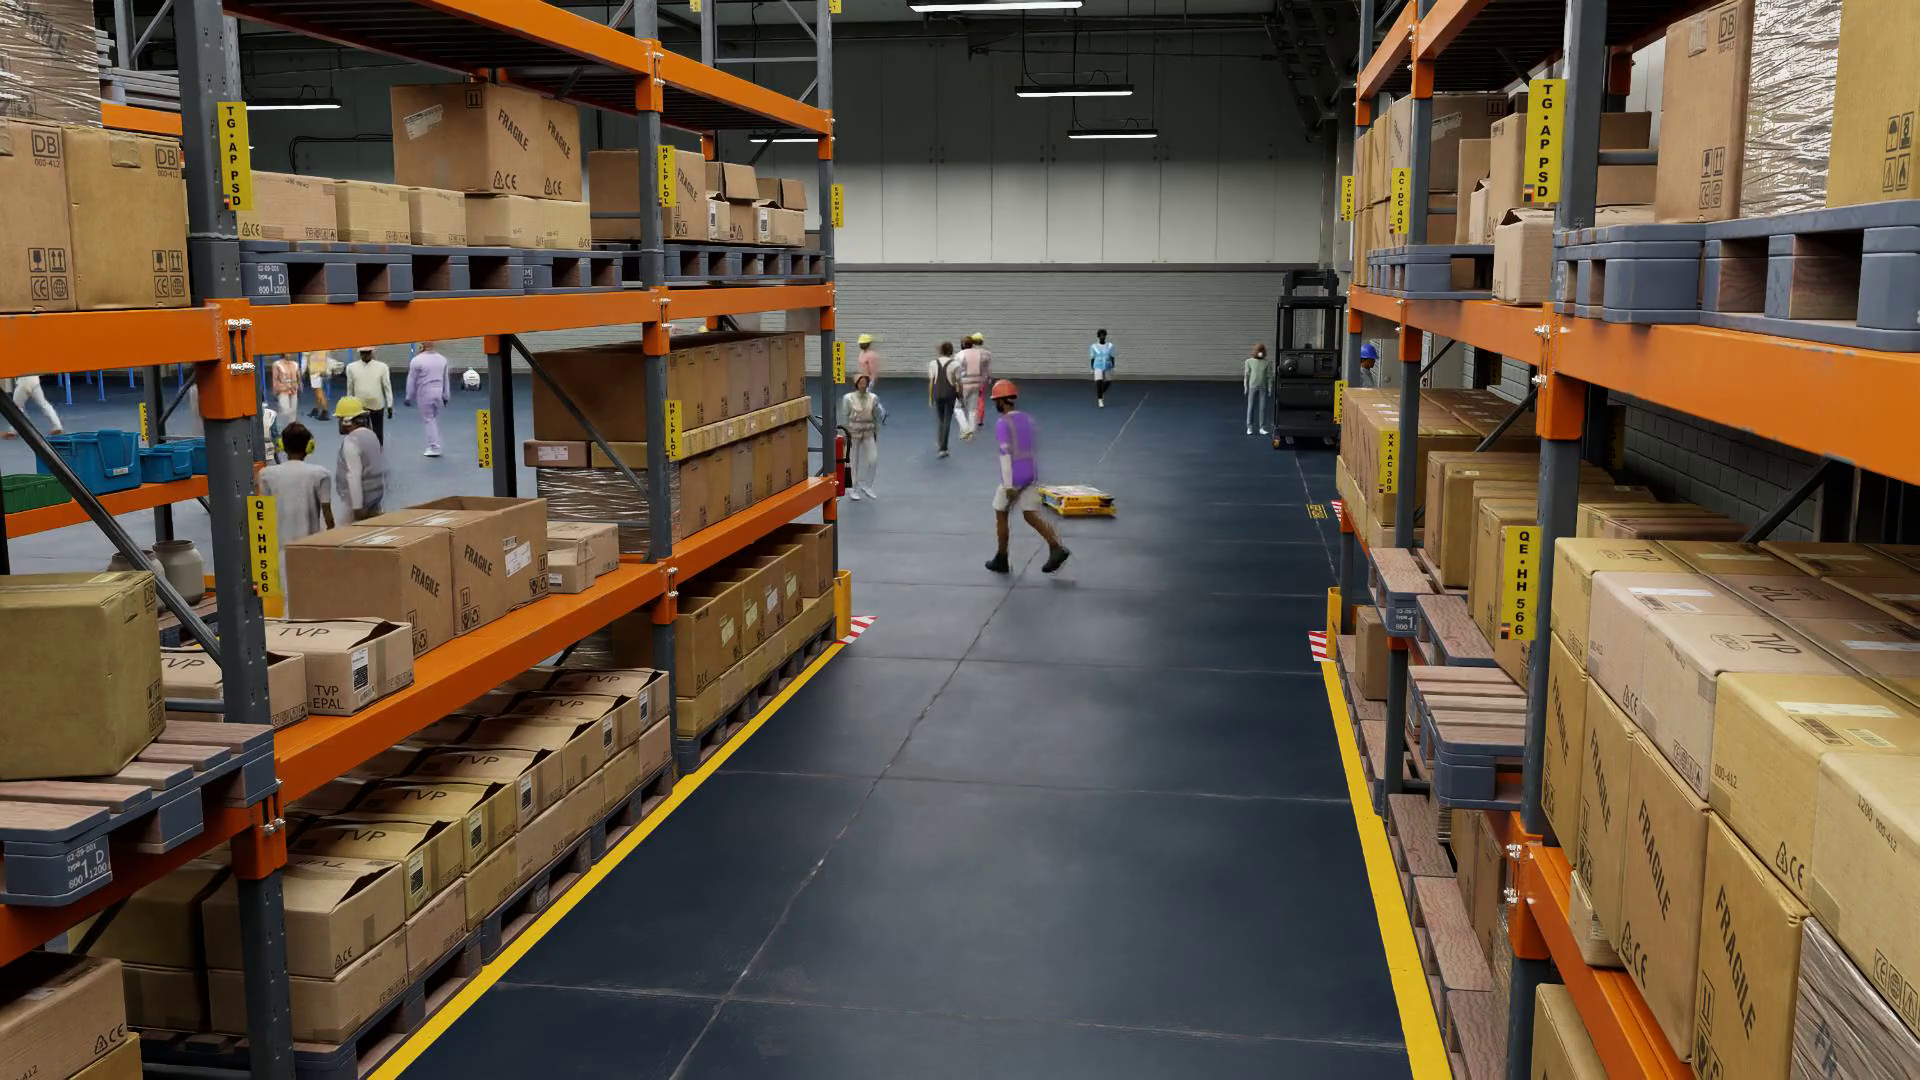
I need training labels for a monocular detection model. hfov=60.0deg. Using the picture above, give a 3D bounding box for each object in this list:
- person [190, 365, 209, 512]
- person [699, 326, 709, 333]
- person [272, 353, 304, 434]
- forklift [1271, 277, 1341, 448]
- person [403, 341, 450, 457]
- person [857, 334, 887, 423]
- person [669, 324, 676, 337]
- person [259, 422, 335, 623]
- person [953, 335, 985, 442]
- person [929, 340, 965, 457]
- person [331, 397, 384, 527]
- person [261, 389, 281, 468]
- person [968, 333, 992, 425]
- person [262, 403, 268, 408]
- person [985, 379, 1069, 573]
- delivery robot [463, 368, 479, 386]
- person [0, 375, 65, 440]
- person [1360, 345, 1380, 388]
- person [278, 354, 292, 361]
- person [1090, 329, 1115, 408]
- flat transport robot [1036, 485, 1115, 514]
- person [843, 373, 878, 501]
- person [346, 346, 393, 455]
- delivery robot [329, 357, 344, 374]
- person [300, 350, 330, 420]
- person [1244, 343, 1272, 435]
[{"bbox_3d":[-9.088,-1.256,20.110,0.544,1.860,0.412,8,12,41],"label":"person"},{"bbox_3d":[-5.527,-3.726,35.795,0.538,1.728,0.368,1,9,4],"label":"person"},{"bbox_3d":[-11.554,-2.523,28.627,0.372,1.623,0.544,6,11,31],"label":"person"},{"bbox_3d":[5.847,-3.016,27.970,1.129,2.768,1.873,1,9,9],"label":"forklift"},{"bbox_3d":[-8.453,-2.267,26.277,0.661,1.882,0.649,6,11,31],"label":"person"},{"bbox_3d":[-1.676,-3.002,31.231,0.713,1.747,0.528,-5,10,-26],"label":"person"},{"bbox_3d":[-5.570,-3.224,32.125,0.419,1.893,0.680,-7,11,-36],"label":"person"},{"bbox_3d":[-4.813,0.063,12.098,0.520,1.823,0.918,-3,10,-20],"label":"person"},{"bbox_3d":[0.134,-2.597,28.519,0.632,1.827,0.442,-6,11,-32],"label":"person"},{"bbox_3d":[-0.177,-2.248,26.362,0.526,1.815,0.764,3,10,20],"label":"person"},{"bbox_3d":[-5.487,-0.386,14.960,0.897,1.793,0.609,1,9,5],"label":"person"},{"bbox_3d":[-7.865,-0.902,18.615,0.510,1.640,0.308,-9,13,-44],"label":"person"},{"bbox_3d":[0.330,-3.075,31.718,0.546,1.734,0.795,-1,9,-3],"label":"person"},{"bbox_3d":[-15.118,-3.685,35.207,0.520,1.834,0.847,2,9,13],"label":"person"},{"bbox_3d":[0.632,-0.601,16.025,0.899,1.889,0.559,8,12,40],"label":"person"},{"bbox_3d":[-12.021,-4.000,40.900,0.477,0.478,0.707,-3,10,-20],"label":"delivery robot"},{"bbox_3d":[-16.201,-2.685,28.925,1.070,1.877,0.639,-1,9,-8],"label":"person"},{"bbox_3d":[5.352,-1.617,22.071,0.390,1.946,0.614,5,10,28],"label":"person"},{"bbox_3d":[-18.867,-5.532,46.292,0.594,1.922,0.385,-7,12,-37],"label":"person"},{"bbox_3d":[3.046,-3.706,35.765,0.532,1.681,0.610,-2,9,-11],"label":"person"},{"bbox_3d":[1.409,-0.512,20.551,0.652,0.197,1.431,-2,9,-11],"label":"flat transport robot"},{"bbox_3d":[-1.253,-1.306,21.174,0.526,1.623,0.523,-4,10,-24],"label":"person"},{"bbox_3d":[-8.641,-1.993,24.362,0.622,1.966,0.929,-3,10,-19],"label":"person"},{"bbox_3d":[-17.367,-4.818,45.943,0.707,0.478,0.477,6,11,32],"label":"delivery robot"},{"bbox_3d":[-12.739,-3.319,32.671,0.792,1.907,0.567,3,10,20],"label":"person"},{"bbox_3d":[5.331,-2.708,29.780,0.500,1.631,0.280,0,9,-2],"label":"person"}]
